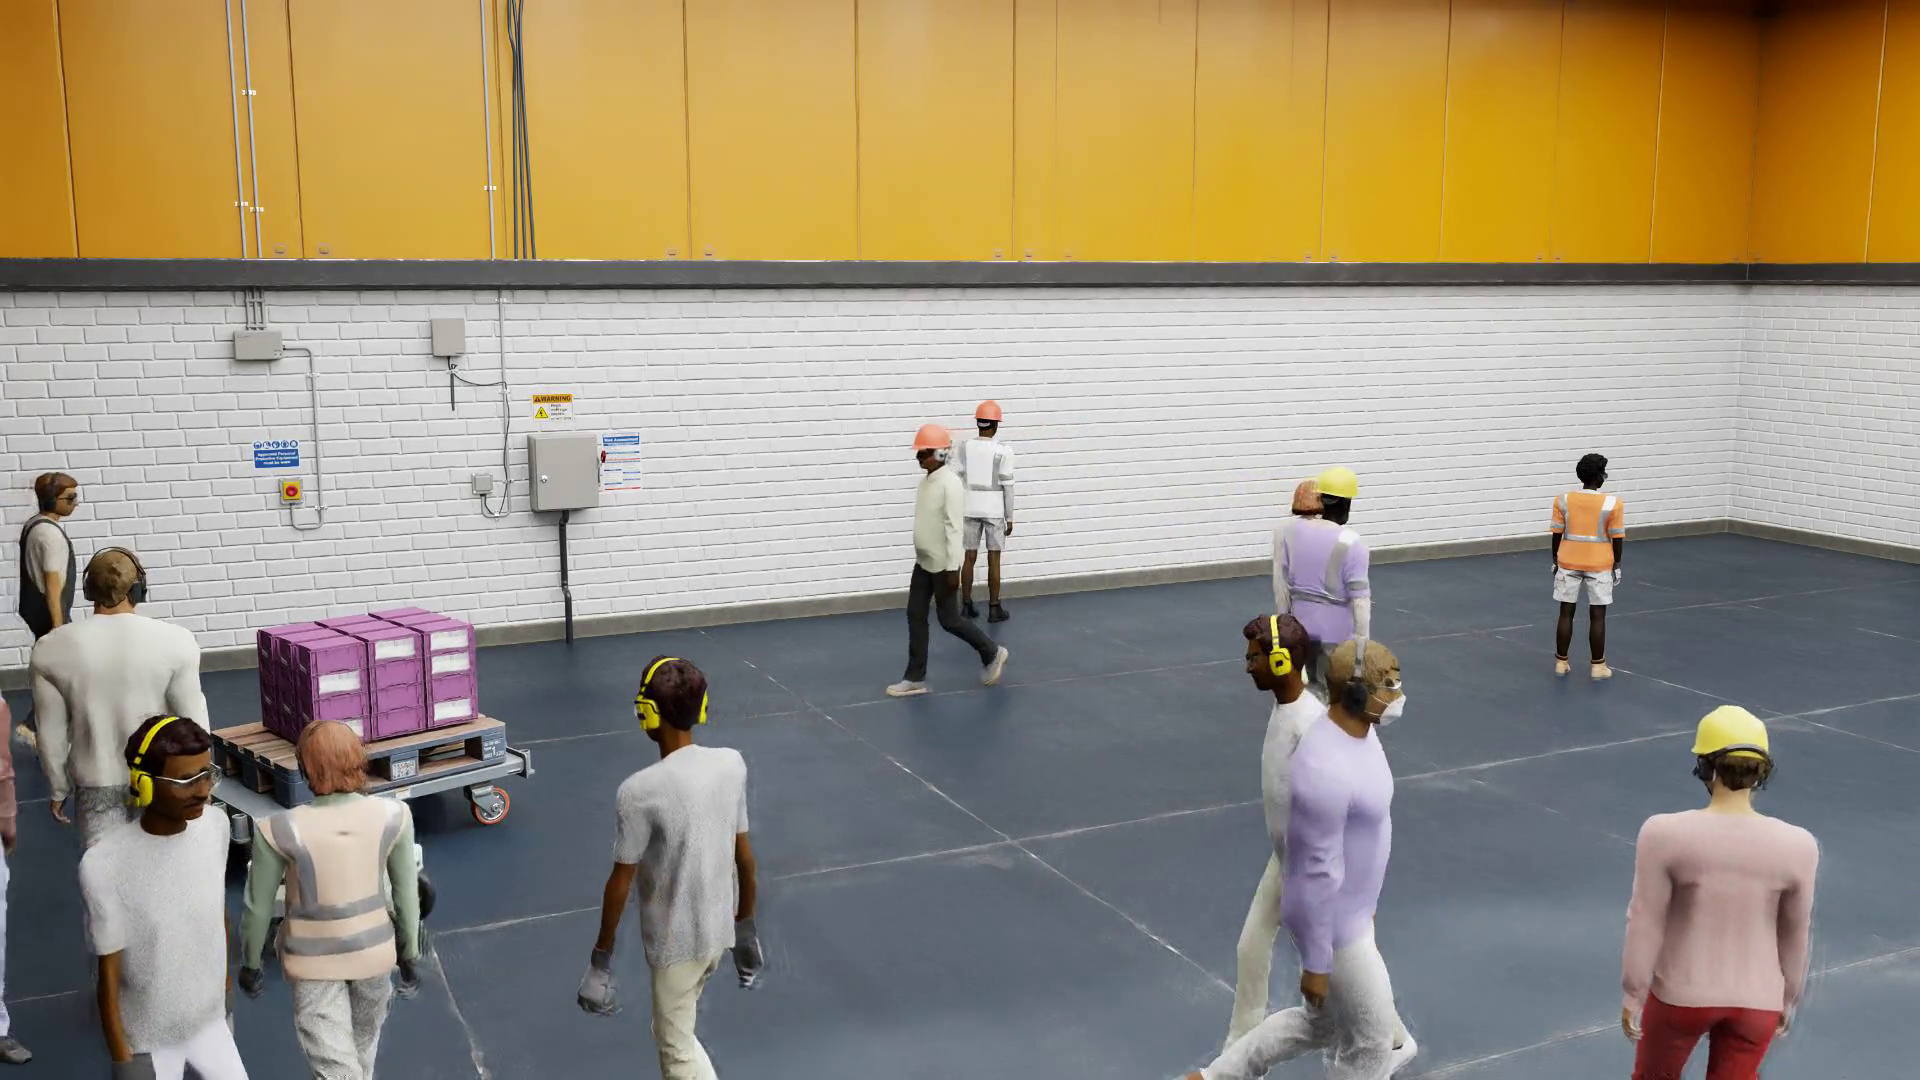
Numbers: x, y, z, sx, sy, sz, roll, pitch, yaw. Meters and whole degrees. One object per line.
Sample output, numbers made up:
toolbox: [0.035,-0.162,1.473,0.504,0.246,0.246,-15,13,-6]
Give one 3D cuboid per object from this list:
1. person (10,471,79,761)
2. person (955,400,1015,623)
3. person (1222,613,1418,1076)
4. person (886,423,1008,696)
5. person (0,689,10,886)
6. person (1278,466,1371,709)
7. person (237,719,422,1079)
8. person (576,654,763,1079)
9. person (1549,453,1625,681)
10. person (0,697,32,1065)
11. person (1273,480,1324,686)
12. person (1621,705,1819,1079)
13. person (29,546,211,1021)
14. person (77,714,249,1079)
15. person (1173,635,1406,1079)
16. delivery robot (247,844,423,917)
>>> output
person: [-5.582,0.484,10.232,0.440,1.824,0.623,-8,12,-39]
person: [0.225,-0.246,14.451,0.540,1.929,0.380,3,10,20]
person: [1.289,1.170,6.071,0.936,1.808,0.548,-1,9,-6]
person: [-0.098,0.139,11.944,0.851,1.967,0.624,-5,10,-27]
person: [-4.671,1.026,7.657,0.525,1.558,0.940,-3,10,-19]
person: [2.153,0.516,9.753,0.413,1.911,0.626,-7,11,-37]
person: [-2.060,1.369,5.439,0.529,1.595,0.842,-8,12,-39]
person: [-0.896,1.287,5.212,0.435,1.849,0.544,5,10,29]
person: [4.670,0.196,12.409,0.540,1.697,0.317,6,11,35]
person: [-3.970,1.144,6.474,0.822,1.723,0.565,6,11,32]
person: [2.368,0.396,11.424,0.510,1.612,0.591,6,11,32]
person: [2.267,1.370,5.018,0.537,1.741,0.446,2,9,12]
person: [-3.377,0.987,6.758,0.635,1.937,0.352,-2,9,-14]
person: [-2.151,1.384,4.584,0.386,1.843,0.510,5,10,27]
person: [1.149,1.227,5.380,0.863,1.914,0.641,3,10,20]
delivery robot: [-2.814,1.511,7.501,0.707,0.478,0.477,0,9,1]
